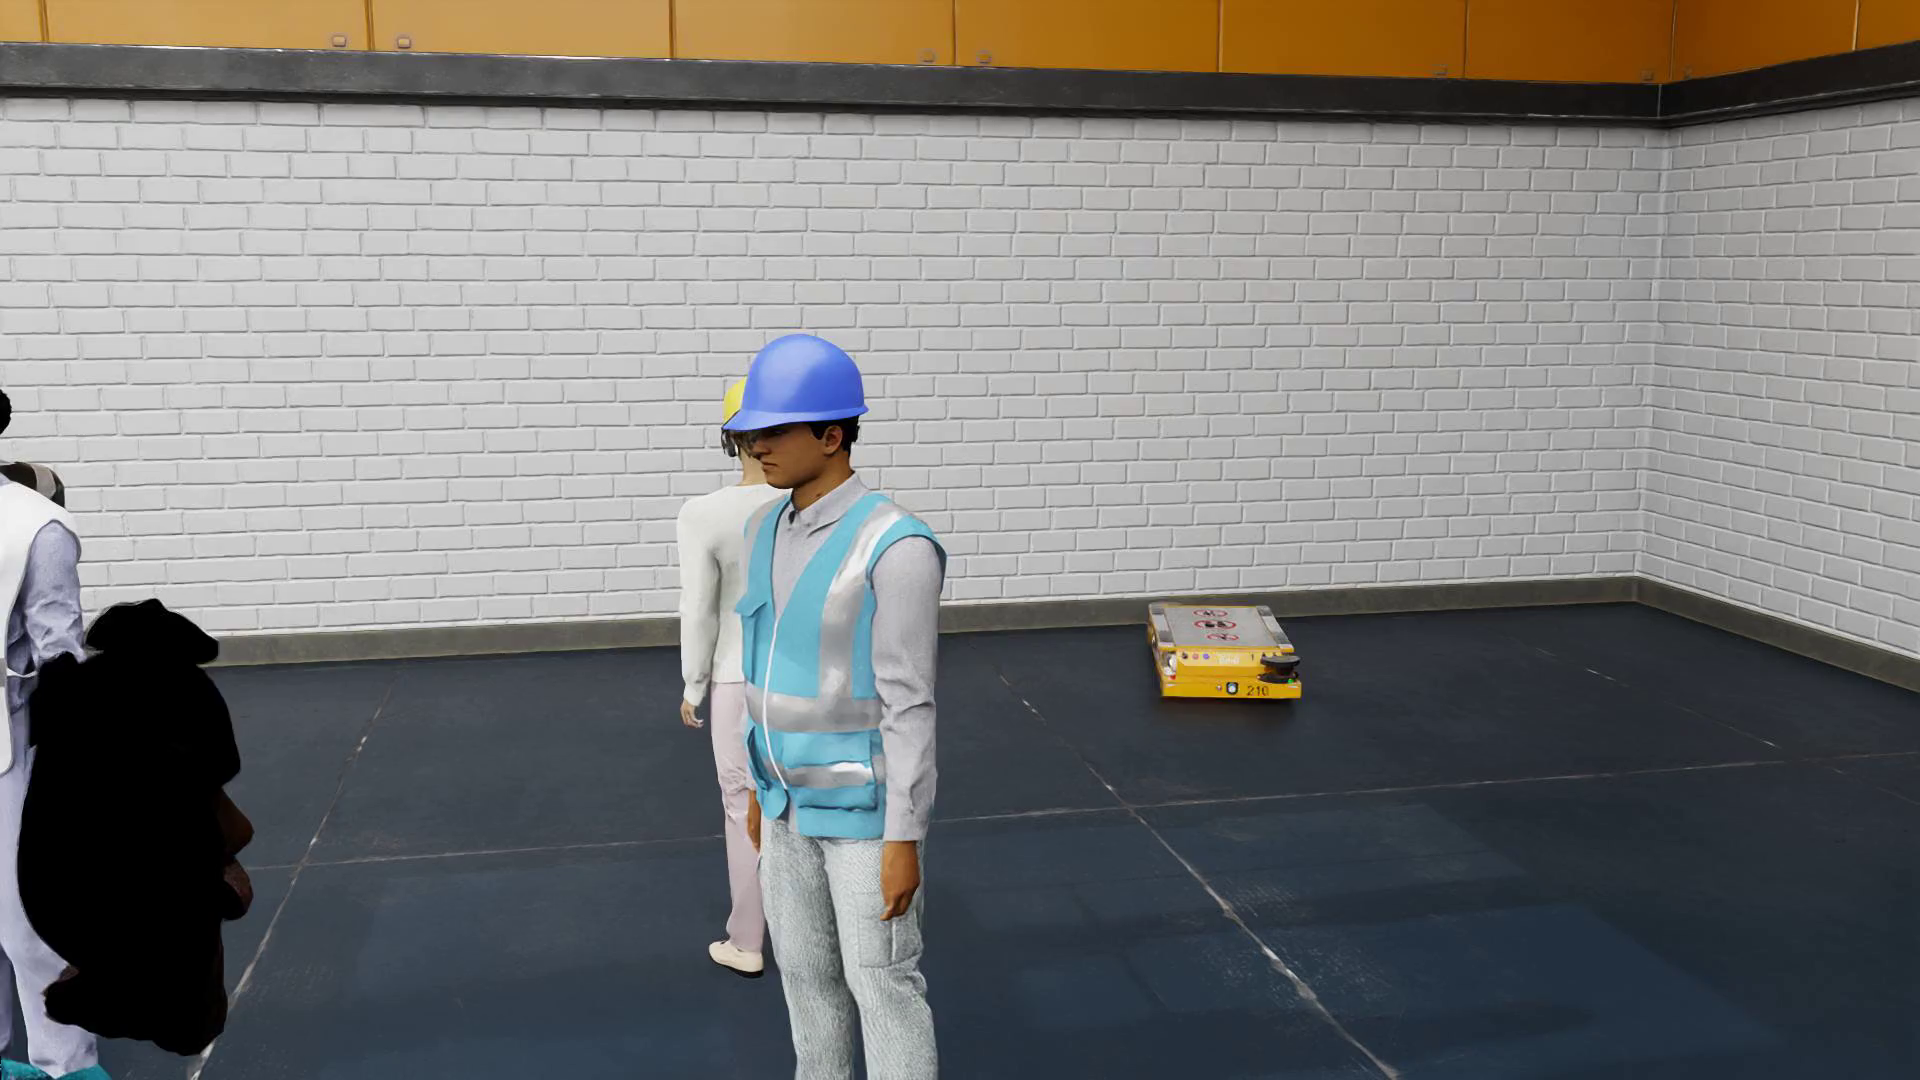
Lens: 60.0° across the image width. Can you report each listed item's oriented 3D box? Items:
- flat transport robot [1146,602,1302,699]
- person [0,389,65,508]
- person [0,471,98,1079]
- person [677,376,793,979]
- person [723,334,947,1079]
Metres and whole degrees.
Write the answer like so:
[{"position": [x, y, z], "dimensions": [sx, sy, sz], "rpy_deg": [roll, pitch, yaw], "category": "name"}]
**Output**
[{"position": [1.324, 0.544, 8.543], "dimensions": [0.652, 0.197, 1.431], "rpy_deg": [1, 9, 3], "category": "flat transport robot"}, {"position": [-3.311, 0.296, 5.718], "dimensions": [0.317, 1.695, 0.540], "rpy_deg": [6, 11, 32], "category": "person"}, {"position": [-2.173, 0.518, 3.690], "dimensions": [0.587, 1.920, 0.391], "rpy_deg": [3, 10, 20], "category": "person"}, {"position": [-0.575, 0.401, 4.890], "dimensions": [0.526, 1.760, 0.337], "rpy_deg": [-4, 10, -25], "category": "person"}, {"position": [-0.276, 0.542, 3.497], "dimensions": [0.416, 1.940, 0.615], "rpy_deg": [-8, 12, -41], "category": "person"}]
